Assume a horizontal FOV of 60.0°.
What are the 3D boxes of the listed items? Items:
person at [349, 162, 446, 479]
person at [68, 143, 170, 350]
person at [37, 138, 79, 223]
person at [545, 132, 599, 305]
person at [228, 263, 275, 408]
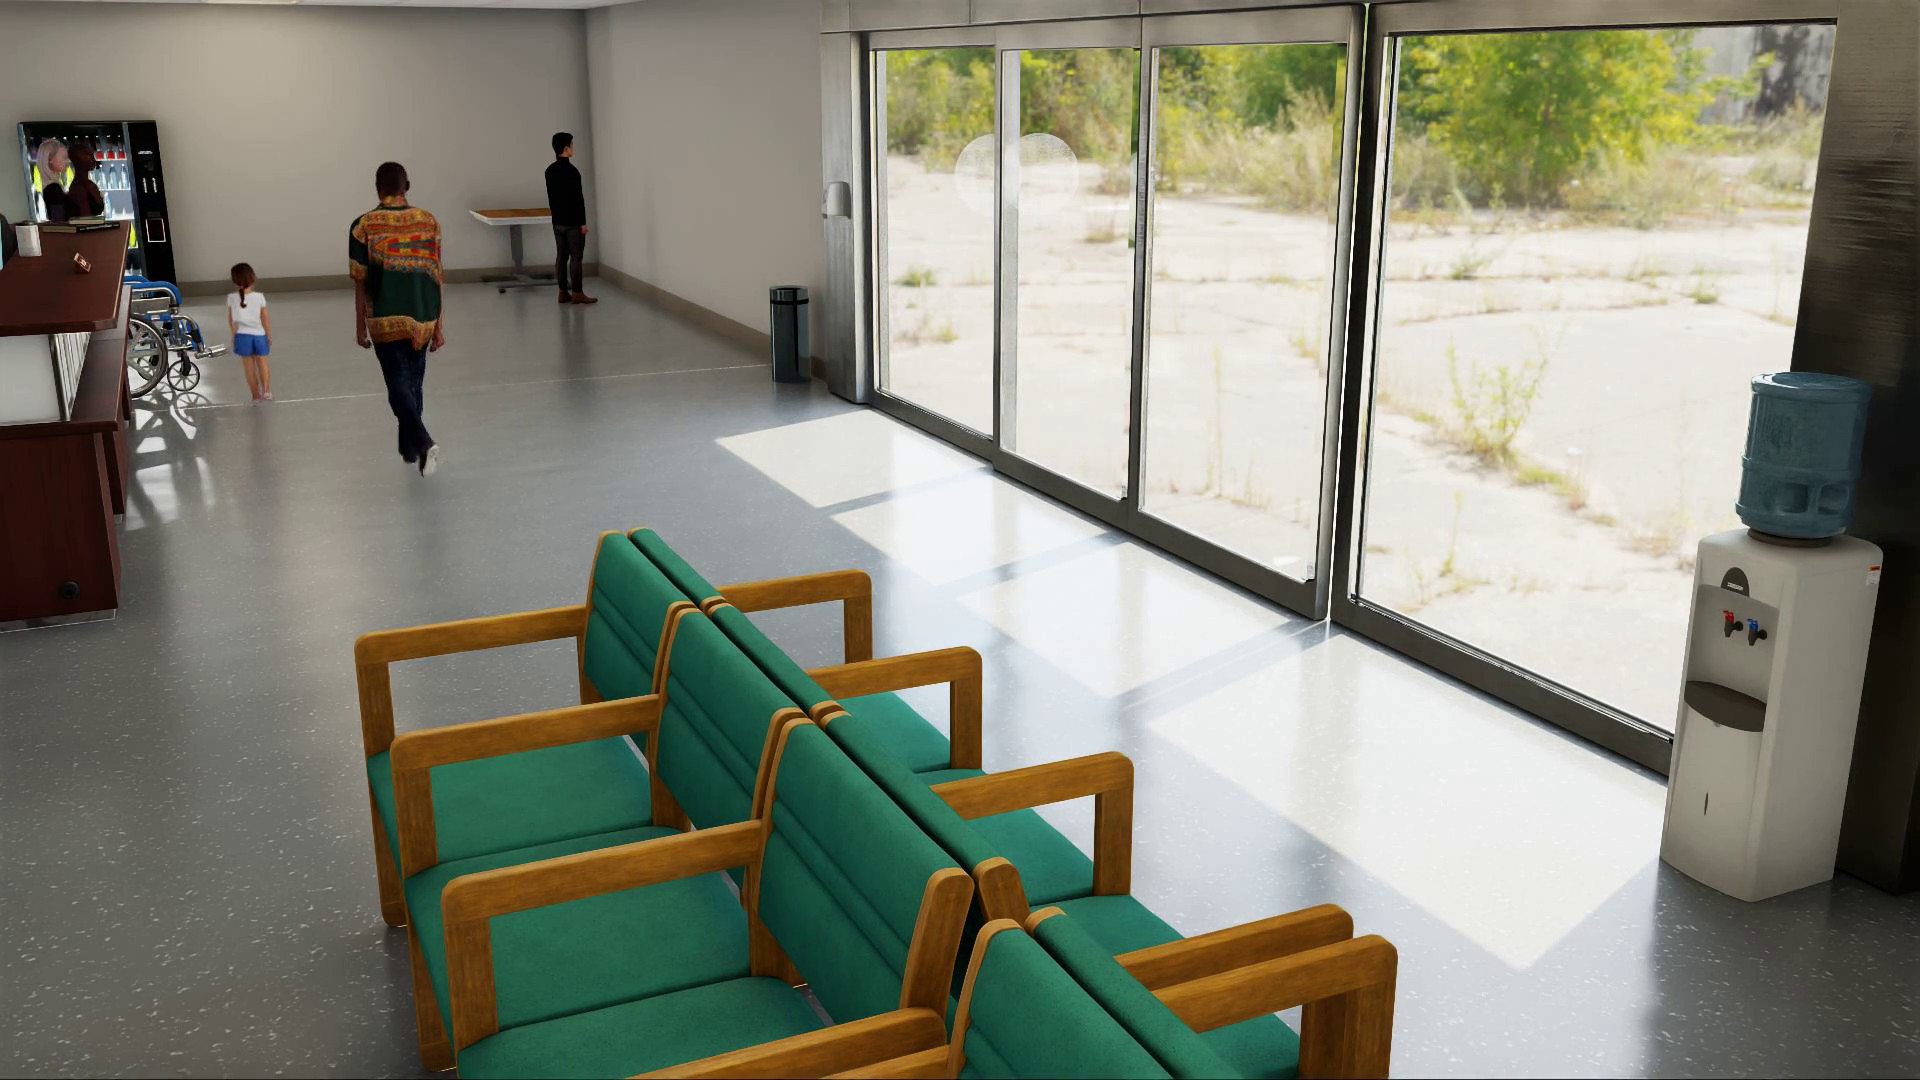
[{"bbox_3d":[-3.190,-1.236,9.561,1.118,1.778,0.850,-10,19,-33],"label":"person"},{"bbox_3d":[-7.275,-2.365,13.735,1.140,1.726,0.828,-2,16,-8],"label":"person"},{"bbox_3d":[-6.969,-2.119,12.738,0.848,1.794,1.187,15,21,42],"label":"person"},{"bbox_3d":[-4.016,-3.296,17.046,0.722,1.723,0.710,11,19,35],"label":"person"},{"bbox_3d":[-5.033,-1.444,11.779,0.363,1.015,0.464,-7,17,-23],"label":"person"}]
